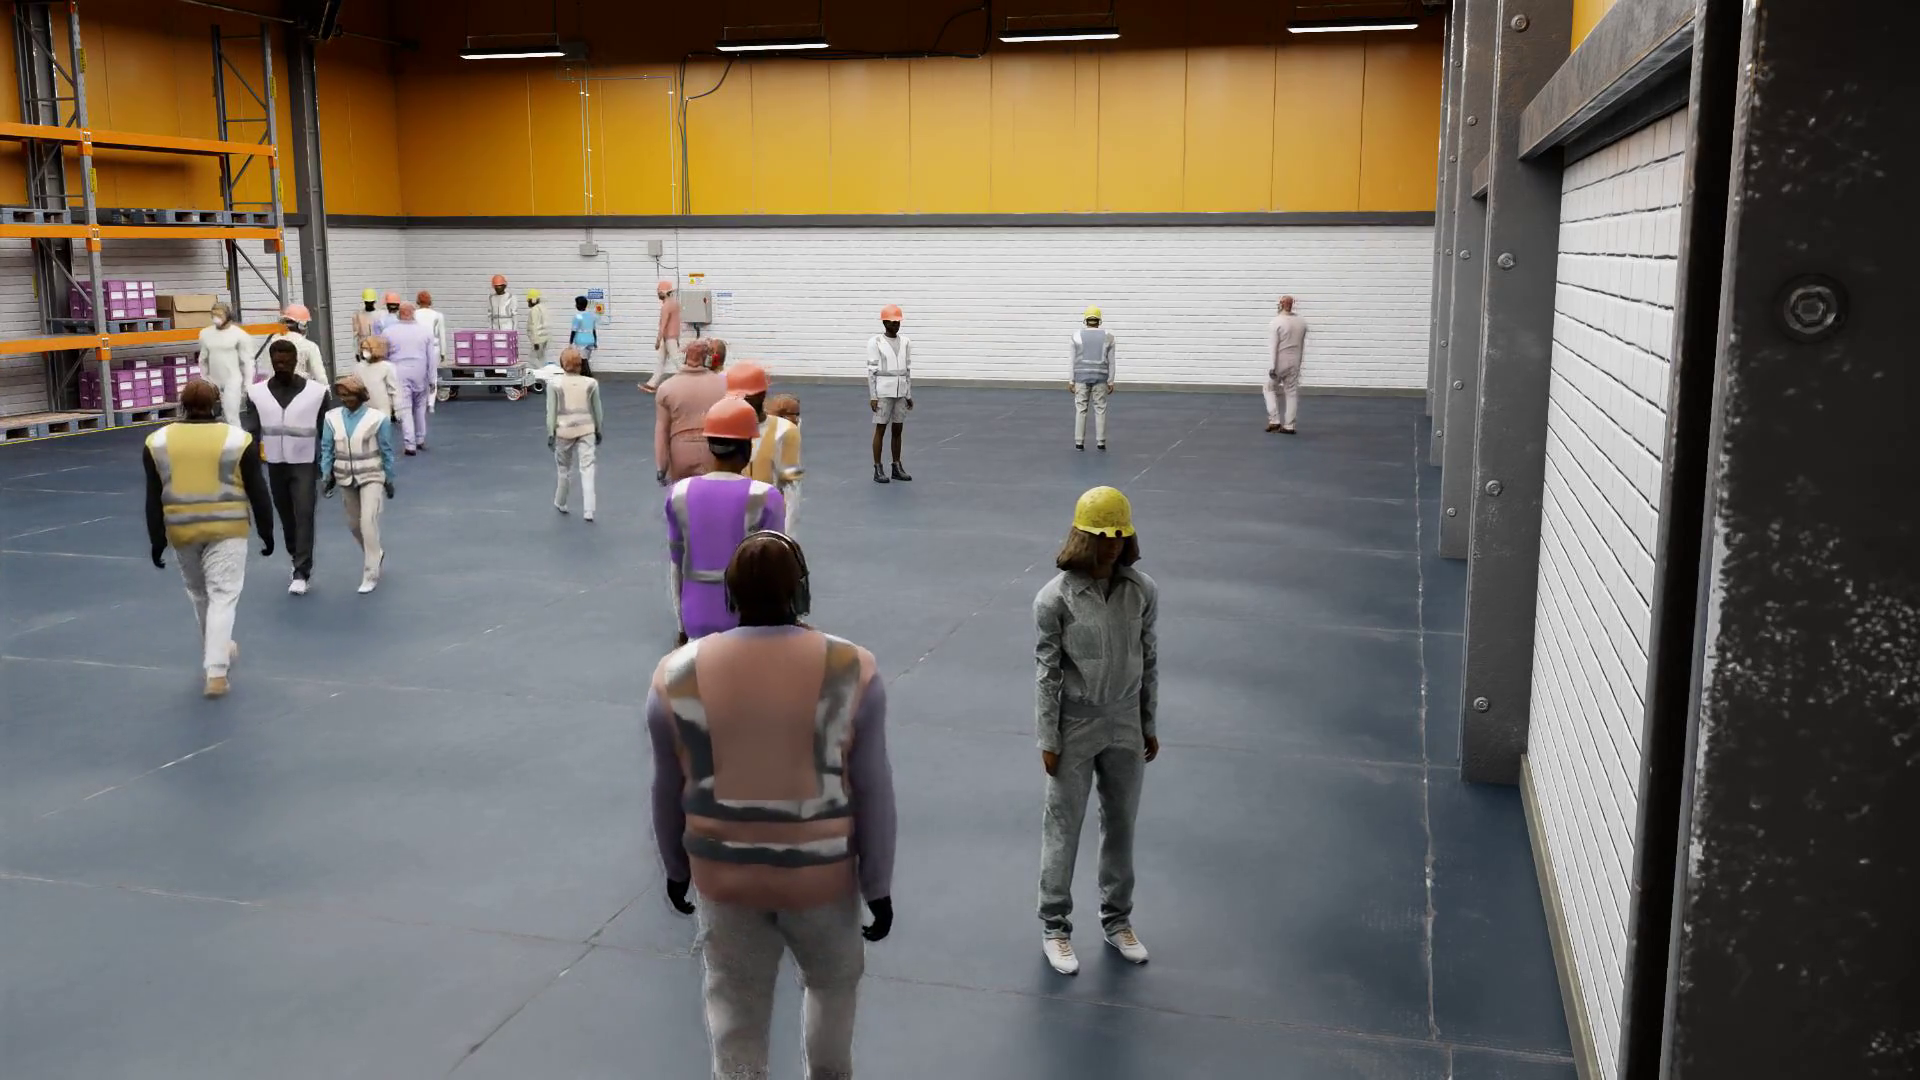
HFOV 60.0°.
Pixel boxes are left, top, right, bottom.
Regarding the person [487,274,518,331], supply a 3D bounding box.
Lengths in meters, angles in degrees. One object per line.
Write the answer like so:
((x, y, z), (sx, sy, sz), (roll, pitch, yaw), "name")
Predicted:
((-8.569, -3.946, 31.140), (0.608, 2.032, 0.409), (2, 10, 13), "person")

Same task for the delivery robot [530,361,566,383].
((-7.118, -2.880, 28.996), (0.707, 0.478, 0.477), (-3, 10, -16), "delivery robot")

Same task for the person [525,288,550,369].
((-7.586, -3.618, 29.908), (0.412, 1.818, 0.600), (1, 10, 6), "person")

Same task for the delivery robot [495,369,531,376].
((-7.856, -2.885, 29.024), (0.707, 0.478, 0.477), (1, 10, 4), "delivery robot")

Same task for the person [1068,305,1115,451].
((1.644, -2.011, 20.768), (0.586, 1.824, 0.404), (0, 10, 1), "person")

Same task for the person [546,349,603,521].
((-3.625, -0.992, 15.635), (0.550, 1.589, 0.856), (-5, 11, -24), "person")

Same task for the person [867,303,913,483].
((-0.741, -1.590, 18.047), (0.543, 1.938, 0.356), (-7, 12, -36), "person")

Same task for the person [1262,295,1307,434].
((4.402, -2.396, 22.729), (0.669, 1.887, 0.561), (-5, 11, -27), "person")

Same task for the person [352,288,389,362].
((-9.244, -3.003, 26.166), (0.584, 1.903, 0.409), (-2, 10, -10), "person")

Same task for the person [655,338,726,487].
((-1.997, -0.607, 12.708), (0.657, 1.863, 0.889), (-1, 10, -7), "person")

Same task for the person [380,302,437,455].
((-6.842, -2.004, 20.599), (0.663, 1.854, 0.980), (-5, 11, -24), "person")

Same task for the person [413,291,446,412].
((-8.296, -2.930, 25.836), (0.597, 1.860, 0.743), (-4, 11, -20), "person")

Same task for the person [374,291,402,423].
((-8.051, -2.586, 23.741), (0.558, 1.918, 0.555), (-3, 11, -19), "person")

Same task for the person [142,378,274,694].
((-4.347, -0.041, 9.686), (0.646, 1.791, 0.960), (-2, 10, -9), "person")

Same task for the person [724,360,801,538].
((-1.164, -0.072, 9.544), (0.543, 1.909, 0.518), (1, 10, 5), "person")

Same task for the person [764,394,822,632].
((-1.272, -0.154, 10.862), (0.656, 1.609, 0.505), (-1, 10, -6), "person")

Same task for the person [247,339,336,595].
((-4.991, -0.567, 12.453), (0.595, 1.881, 0.949), (-1, 10, -5), "person")

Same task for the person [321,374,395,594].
((-4.483, -0.453, 12.511), (0.512, 1.612, 0.727), (1, 10, 8), "person")

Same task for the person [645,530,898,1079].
((-0.488, 0.863, 4.482), (0.657, 1.814, 0.766), (0, 10, 1), "person")

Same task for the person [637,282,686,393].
((-5.111, -3.500, 28.850), (1.011, 1.937, 0.633), (0, 10, 0), "person")

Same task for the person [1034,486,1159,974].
((0.489, 0.666, 5.855), (0.480, 1.734, 0.332), (-5, 11, -25), "person")

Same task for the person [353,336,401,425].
((-6.175, -1.315, 17.410), (0.511, 1.609, 0.702), (3, 11, 19), "person")

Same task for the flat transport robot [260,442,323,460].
((-7.960, -1.146, 20.247), (0.652, 0.197, 1.431), (3, 10, 15), "flat transport robot")

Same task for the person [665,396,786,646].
((-0.983, 0.346, 7.148), (0.546, 1.919, 0.514), (2, 10, 10), "person")

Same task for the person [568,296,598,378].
((-6.772, -3.490, 29.566), (0.764, 1.665, 0.542), (6, 12, 29), "person")

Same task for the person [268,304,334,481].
((-6.852, -1.491, 17.455), (0.659, 1.938, 1.019), (5, 11, 24), "person")

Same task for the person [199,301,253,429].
((-8.509, -1.815, 19.355), (0.642, 1.927, 0.644), (2, 10, 11), "person")

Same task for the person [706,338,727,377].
((-1.886, -0.707, 13.369), (0.528, 1.832, 0.577), (0, 10, 1), "person")
